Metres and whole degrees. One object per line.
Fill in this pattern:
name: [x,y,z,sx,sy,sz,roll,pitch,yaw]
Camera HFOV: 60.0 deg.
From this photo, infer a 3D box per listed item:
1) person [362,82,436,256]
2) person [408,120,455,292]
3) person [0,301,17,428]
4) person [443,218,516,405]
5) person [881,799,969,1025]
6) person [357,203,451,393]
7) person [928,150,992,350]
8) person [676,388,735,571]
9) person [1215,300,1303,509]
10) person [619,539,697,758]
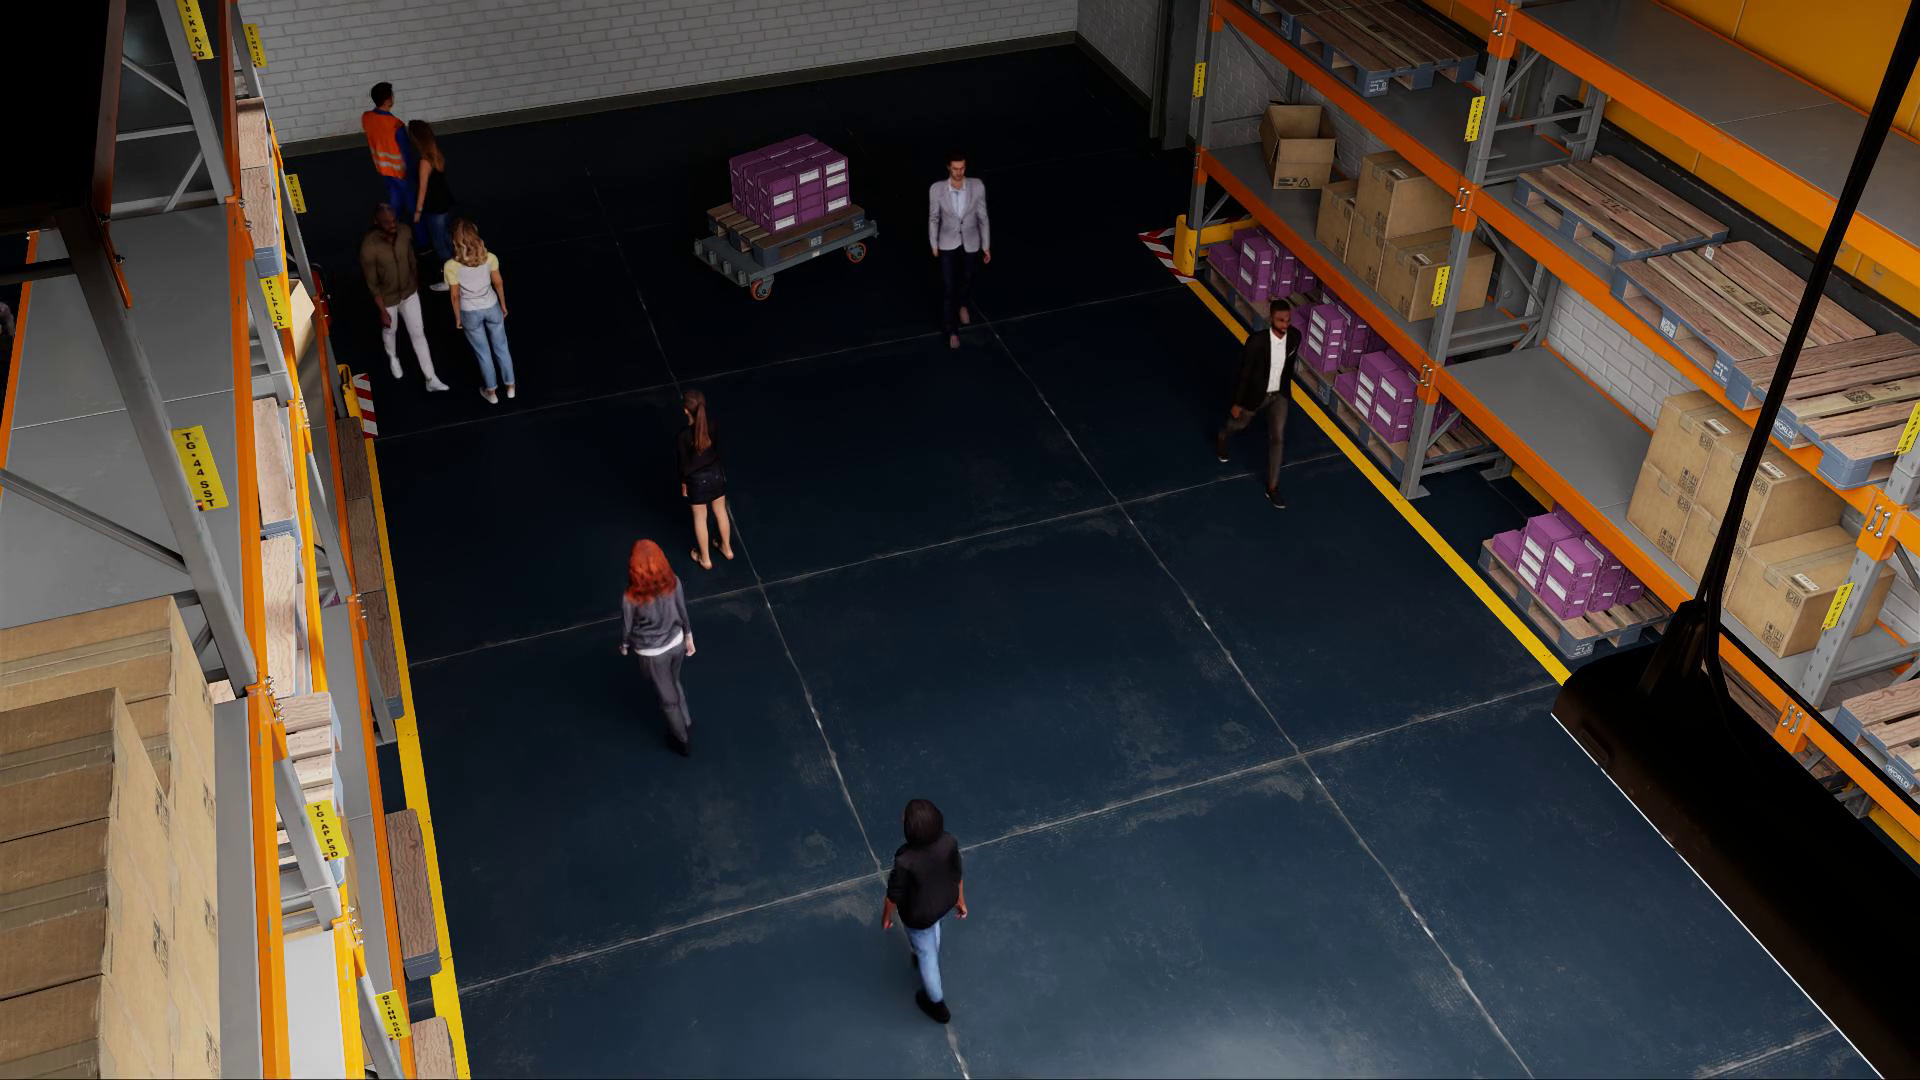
person: [-5.483,-3.534,16.105,1.036,1.847,1.091,14,41,17]
person: [-4.910,-3.153,15.733,0.775,1.716,0.645,1,39,1]
person: [-7.824,-1.372,13.541,0.729,1.669,1.163,-7,39,-9]
person: [-4.100,-1.951,14.223,0.667,1.722,0.598,-21,43,-24]
person: [-0.131,2.101,9.183,0.710,1.679,0.808,-24,44,-27]
person: [-4.933,-2.146,14.426,1.058,1.775,1.260,-30,48,-32]
person: [-0.012,-2.734,15.133,0.853,1.811,1.184,-5,39,-7]
person: [-1.921,-0.476,12.510,0.561,1.556,0.591,-21,43,-24]
person: [2.364,-1.183,13.246,0.694,1.741,1.240,-11,40,-13]
person: [-1.897,0.770,10.783,0.681,1.764,0.731,-29,47,-31]
